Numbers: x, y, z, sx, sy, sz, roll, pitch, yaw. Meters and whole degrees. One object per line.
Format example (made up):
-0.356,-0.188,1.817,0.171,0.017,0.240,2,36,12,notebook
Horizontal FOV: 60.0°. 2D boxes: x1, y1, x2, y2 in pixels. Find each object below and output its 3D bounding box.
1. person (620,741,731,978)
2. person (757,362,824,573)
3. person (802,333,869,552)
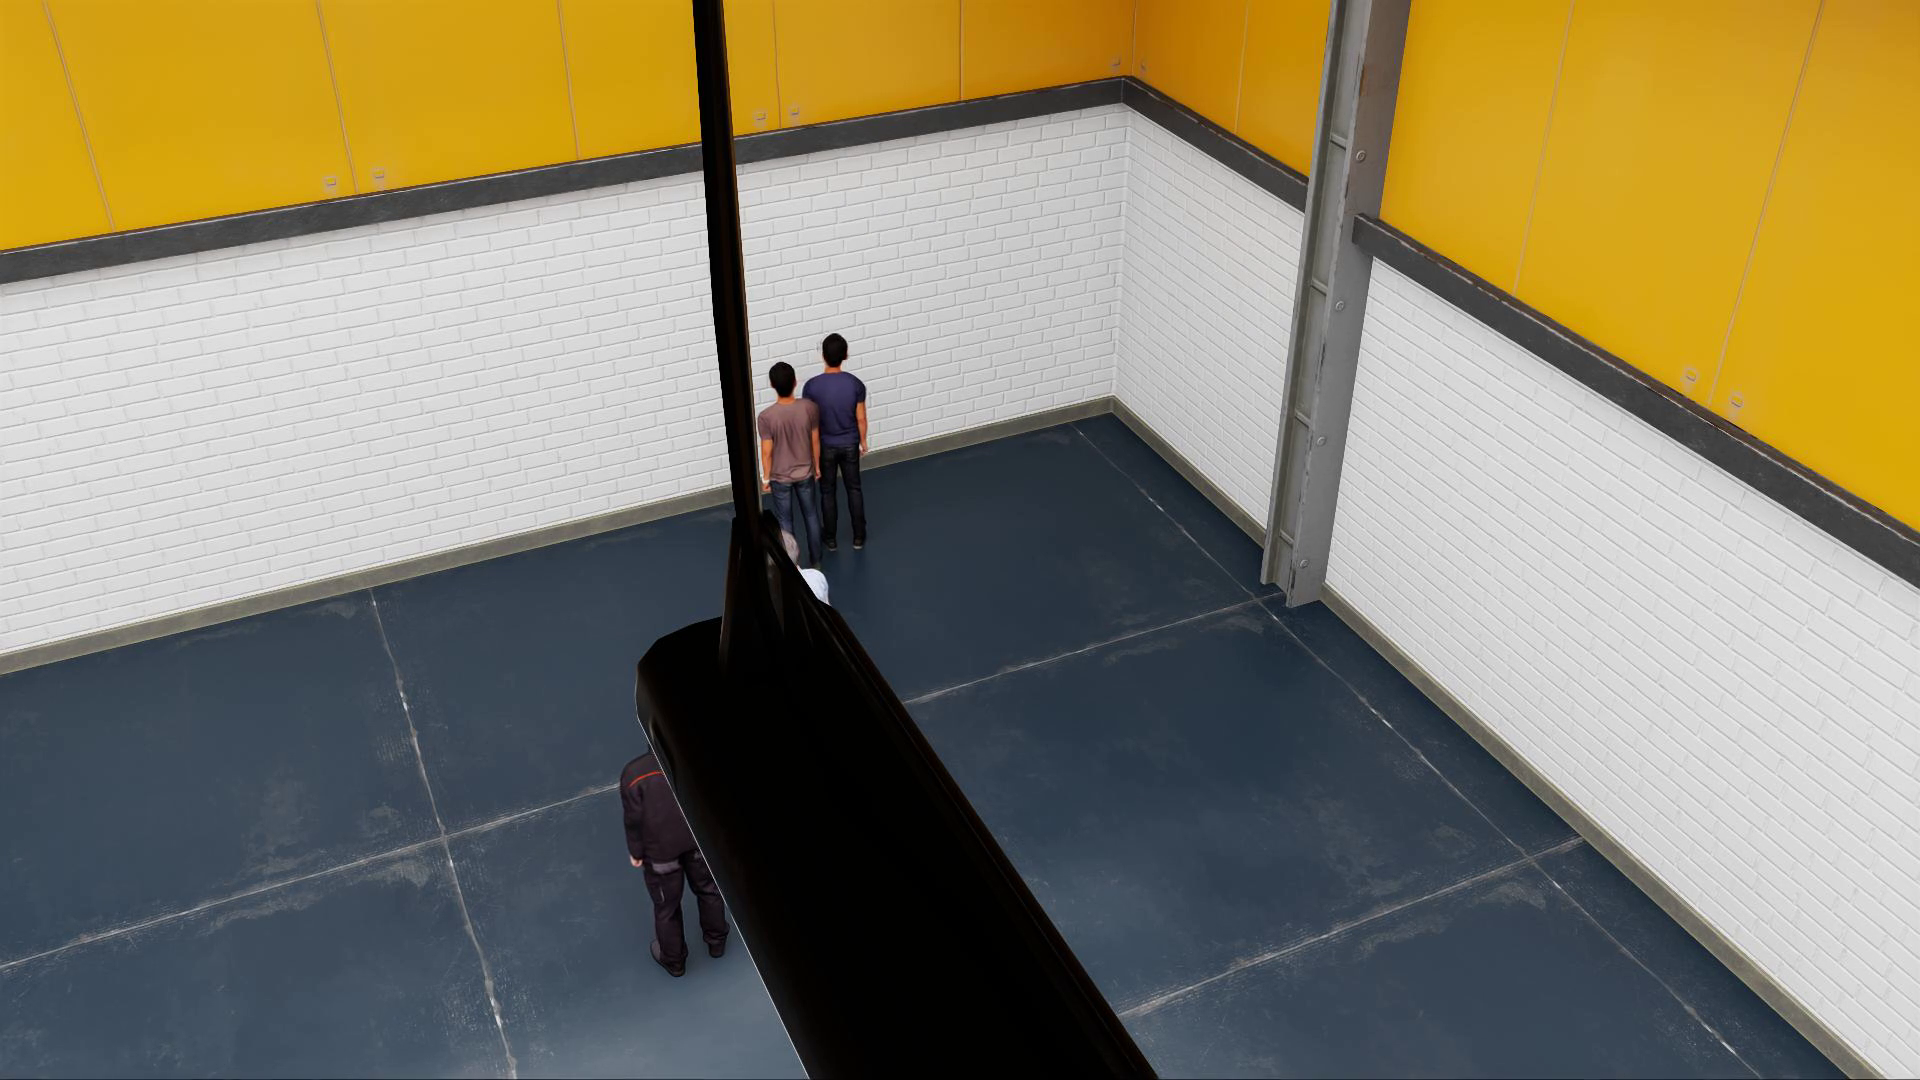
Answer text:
-1.547,1.619,9.036,0.750,1.839,0.603,-19,38,-26,person
-1.230,-0.494,12.268,0.622,1.778,0.535,-13,36,-19,person
-0.933,-0.729,12.613,0.686,1.790,0.599,-9,35,-13,person
